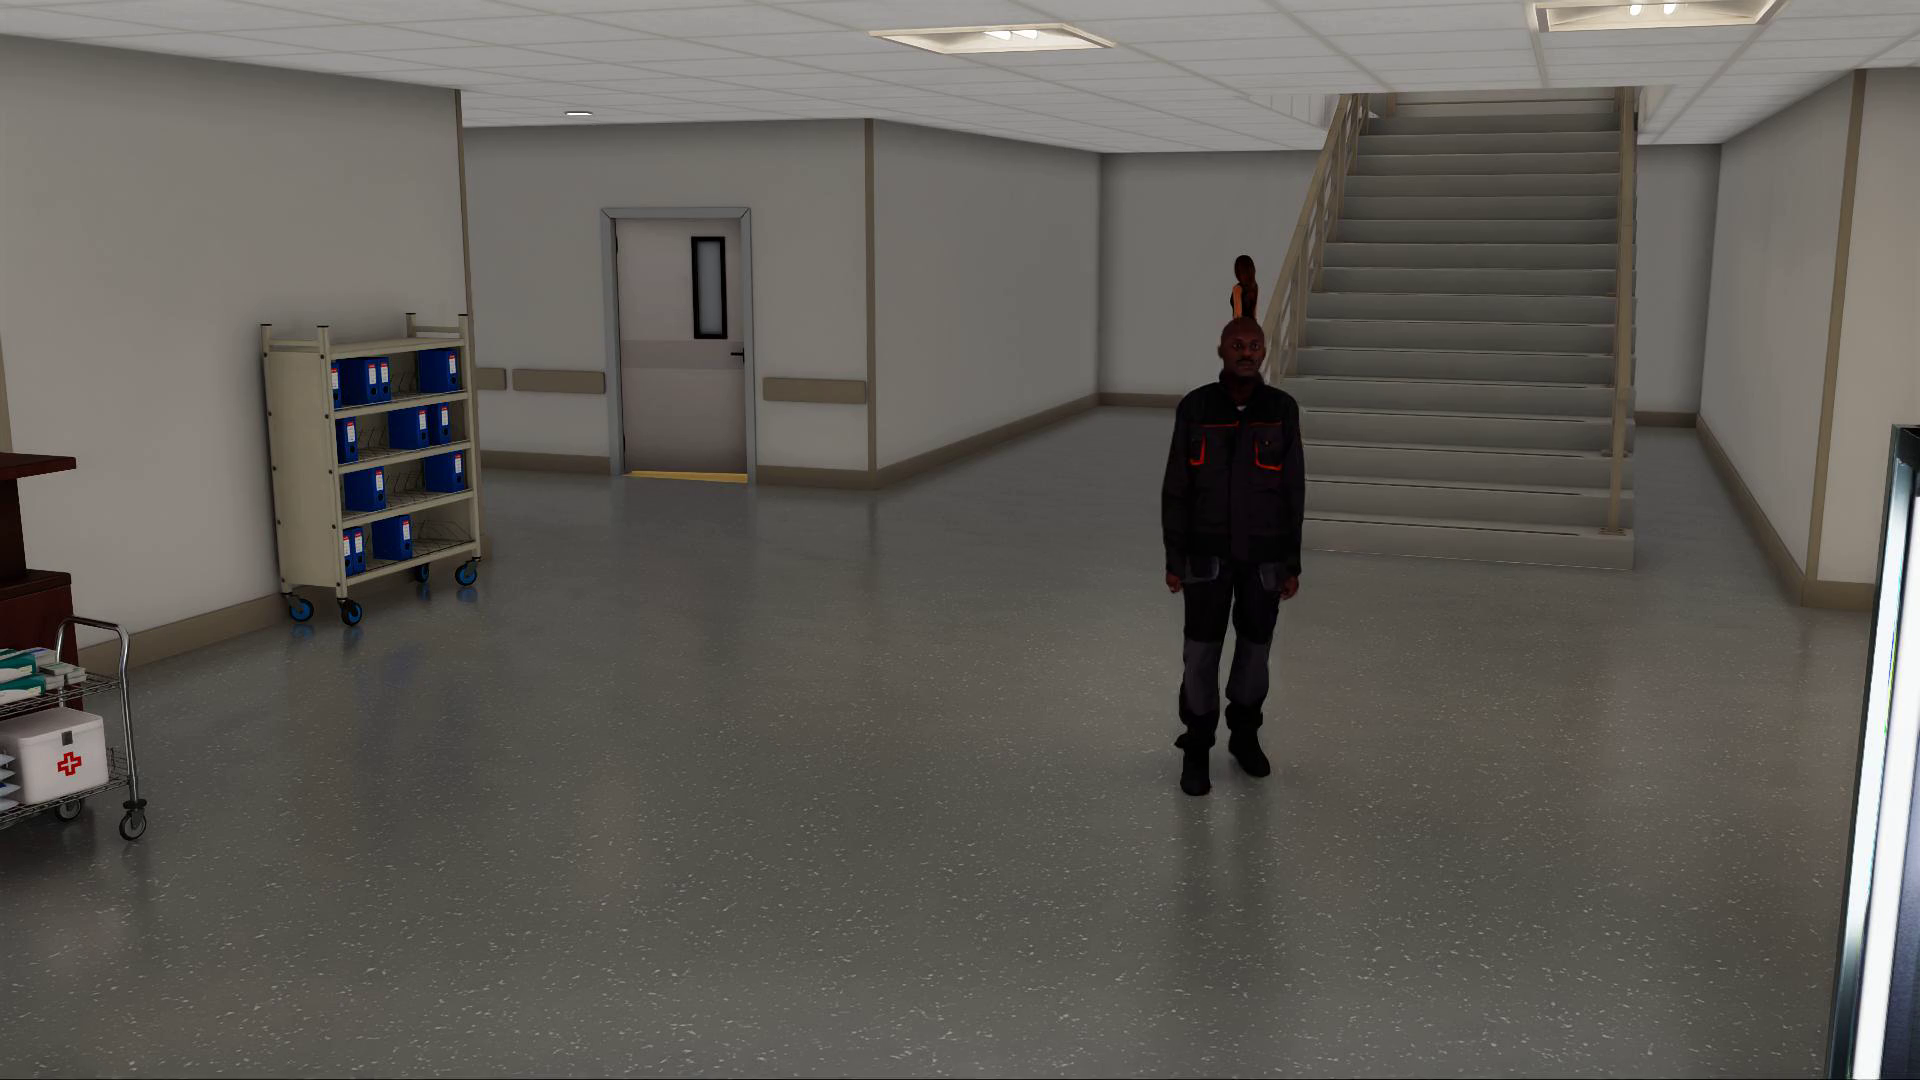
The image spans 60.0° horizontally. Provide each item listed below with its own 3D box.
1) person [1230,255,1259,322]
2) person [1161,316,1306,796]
[{"bbox_3d":[3.095,-2.171,18.093,0.604,1.834,0.723,-10,15,-43],"label":"person"},{"bbox_3d":[1.084,0.028,6.537,0.840,1.824,0.913,1,11,5],"label":"person"}]
